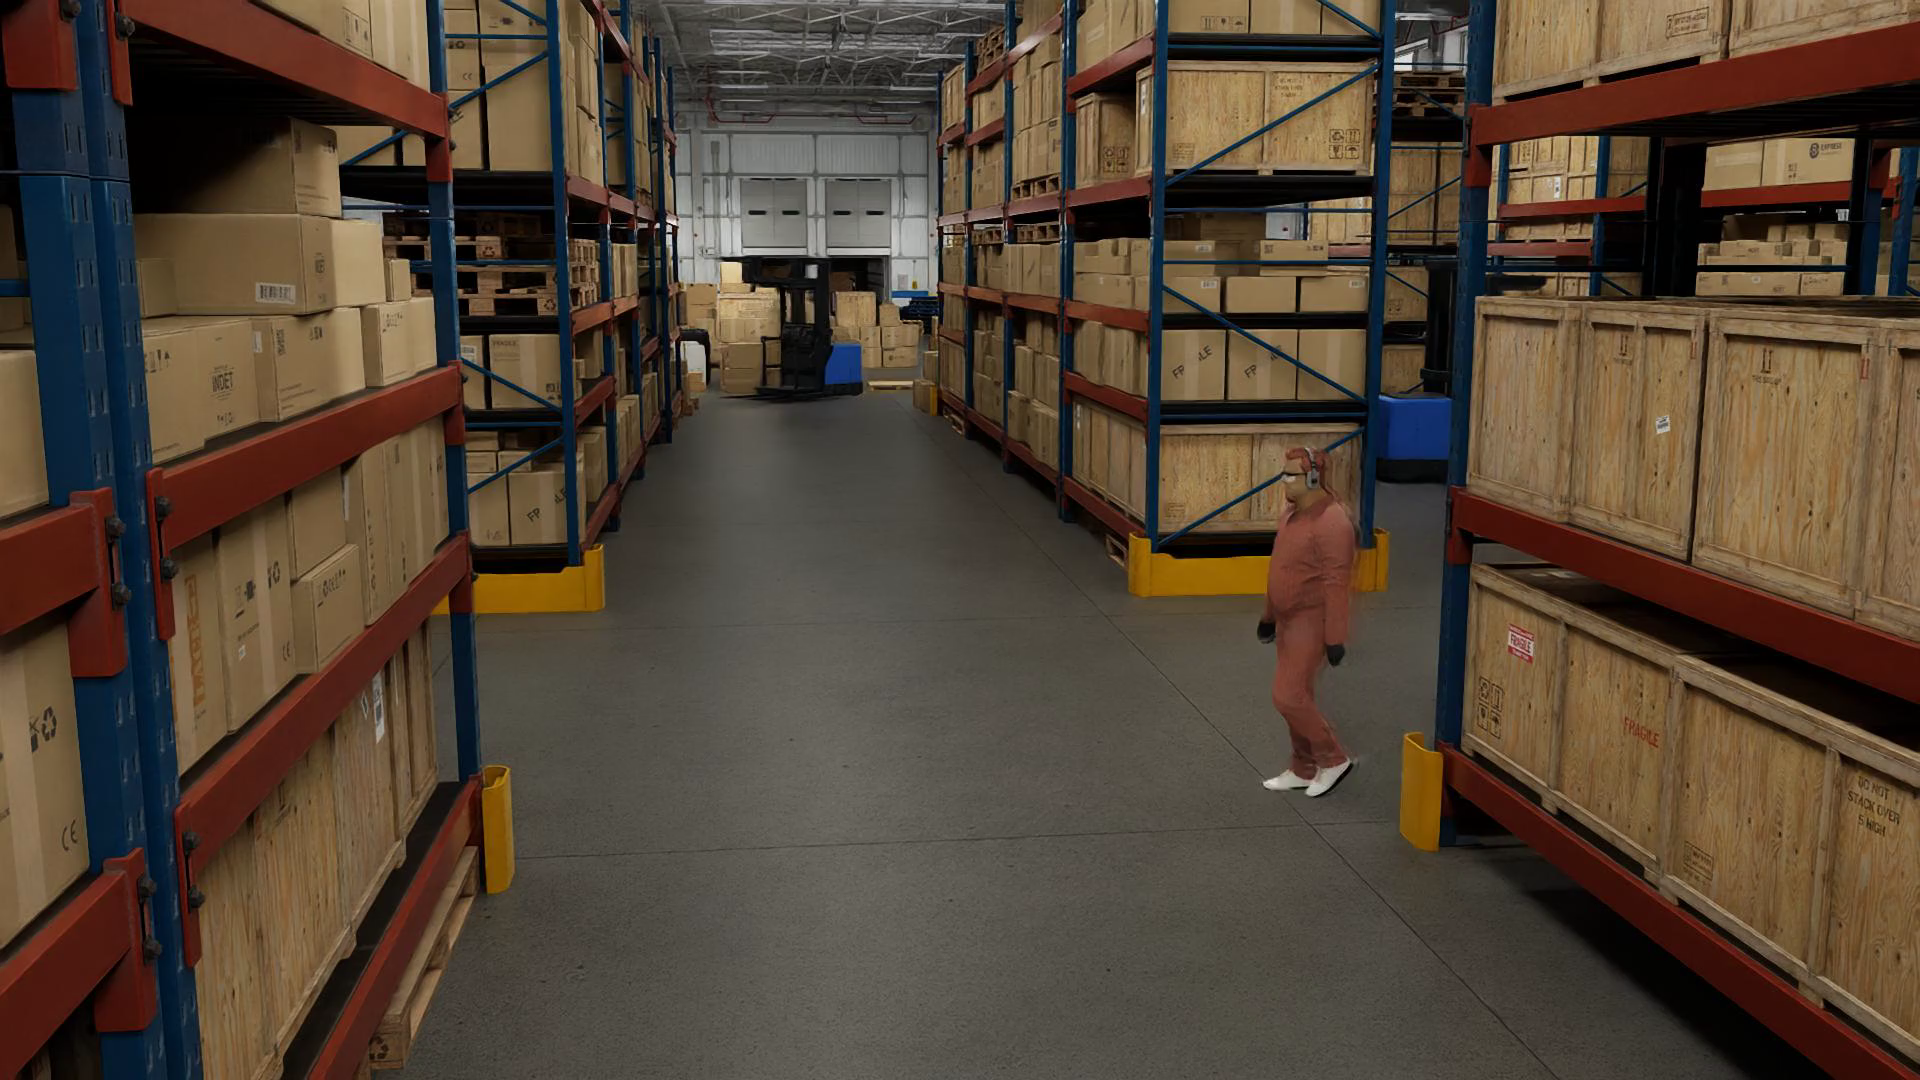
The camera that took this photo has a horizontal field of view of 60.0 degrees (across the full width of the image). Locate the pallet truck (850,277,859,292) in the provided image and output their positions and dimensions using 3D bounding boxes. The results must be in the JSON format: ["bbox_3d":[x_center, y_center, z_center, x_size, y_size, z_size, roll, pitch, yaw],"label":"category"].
[{"bbox_3d":[-3.782,-9.391,65.808,1.885,1.965,0.823,2,10,10],"label":"pallet truck"}]

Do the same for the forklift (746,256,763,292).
[{"bbox_3d":[-7.237,-8.630,58.809,1.873,2.768,1.129,-4,11,-24],"label":"forklift"}]

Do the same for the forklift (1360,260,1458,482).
[{"bbox_3d":[6.258,-2.206,21.407,1.873,2.768,1.129,-1,10,-7],"label":"forklift"}]

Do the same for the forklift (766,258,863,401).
[{"bbox_3d":[-2.961,-4.255,33.337,1.873,2.768,1.129,-10,14,-44],"label":"forklift"}]

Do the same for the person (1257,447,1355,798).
[{"bbox_3d":[1.817,0.442,8.872,0.427,1.888,0.648,-1,10,-6],"label":"person"}]
